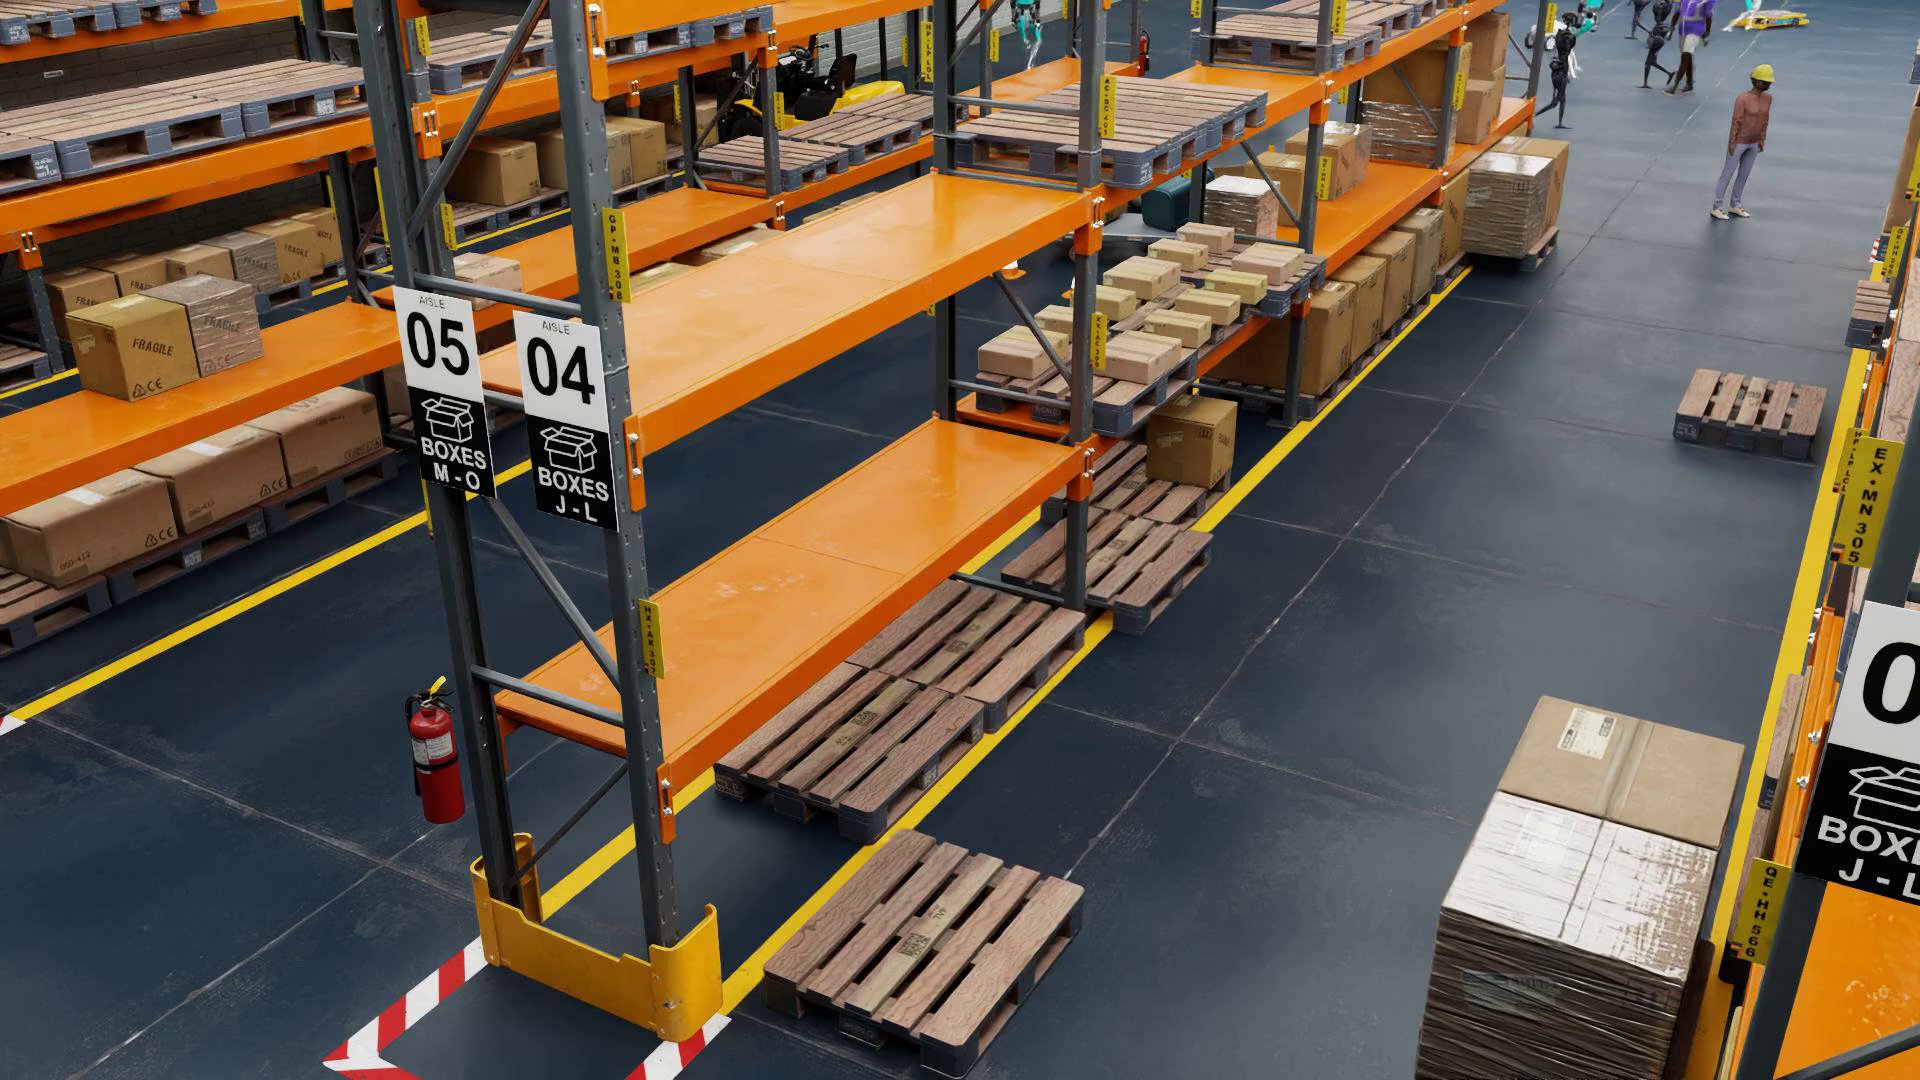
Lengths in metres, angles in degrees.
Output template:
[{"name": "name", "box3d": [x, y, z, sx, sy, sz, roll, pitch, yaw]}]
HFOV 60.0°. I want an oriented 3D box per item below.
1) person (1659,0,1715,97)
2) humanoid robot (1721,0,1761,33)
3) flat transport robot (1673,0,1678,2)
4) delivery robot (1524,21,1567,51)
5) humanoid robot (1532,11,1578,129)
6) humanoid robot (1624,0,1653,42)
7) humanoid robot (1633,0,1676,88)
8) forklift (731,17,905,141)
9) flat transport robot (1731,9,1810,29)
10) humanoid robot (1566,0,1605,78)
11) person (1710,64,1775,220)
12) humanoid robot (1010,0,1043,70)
[{"name": "person", "box3d": [11.248, -7.866, 25.781, 0.946, 1.915, 0.595, -12, 28, -23]}, {"name": "humanoid robot", "box3d": [14.971, -10.487, 31.460, 0.895, 1.763, 0.555, 2, 26, 5]}, {"name": "flat transport robot", "box3d": [15.624, -11.692, 35.638, 1.431, 0.231, 0.659, -19, 31, -34]}, {"name": "delivery robot", "box3d": [10.595, -9.111, 29.967, 0.789, 0.614, 0.499, -16, 30, -29]}, {"name": "humanoid robot", "box3d": [8.460, -6.660, 23.585, 0.689, 1.637, 0.615, 4, 26, 9]}, {"name": "humanoid robot", "box3d": [12.626, -10.029, 30.574, 0.588, 1.631, 0.632, -21, 33, -37]}, {"name": "humanoid robot", "box3d": [11.115, -7.990, 26.335, 0.550, 1.645, 0.583, 12, 28, 24]}, {"name": "forklift", "box3d": [-1.819, -5.975, 21.543, 2.313, 2.155, 1.214, 14, 29, 26]}, {"name": "flat transport robot", "box3d": [15.820, -10.156, 32.446, 1.431, 0.231, 0.659, -13, 28, -24]}, {"name": "humanoid robot", "box3d": [10.191, -8.528, 27.382, 0.532, 1.786, 0.797, -14, 29, -26]}, {"name": "person", "box3d": [9.055, -4.570, 19.126, 0.521, 1.760, 0.341, -10, 27, -20]}, {"name": "humanoid robot", "box3d": [1.166, -8.656, 27.773, 0.540, 1.899, 0.755, 12, 28, 23]}]
